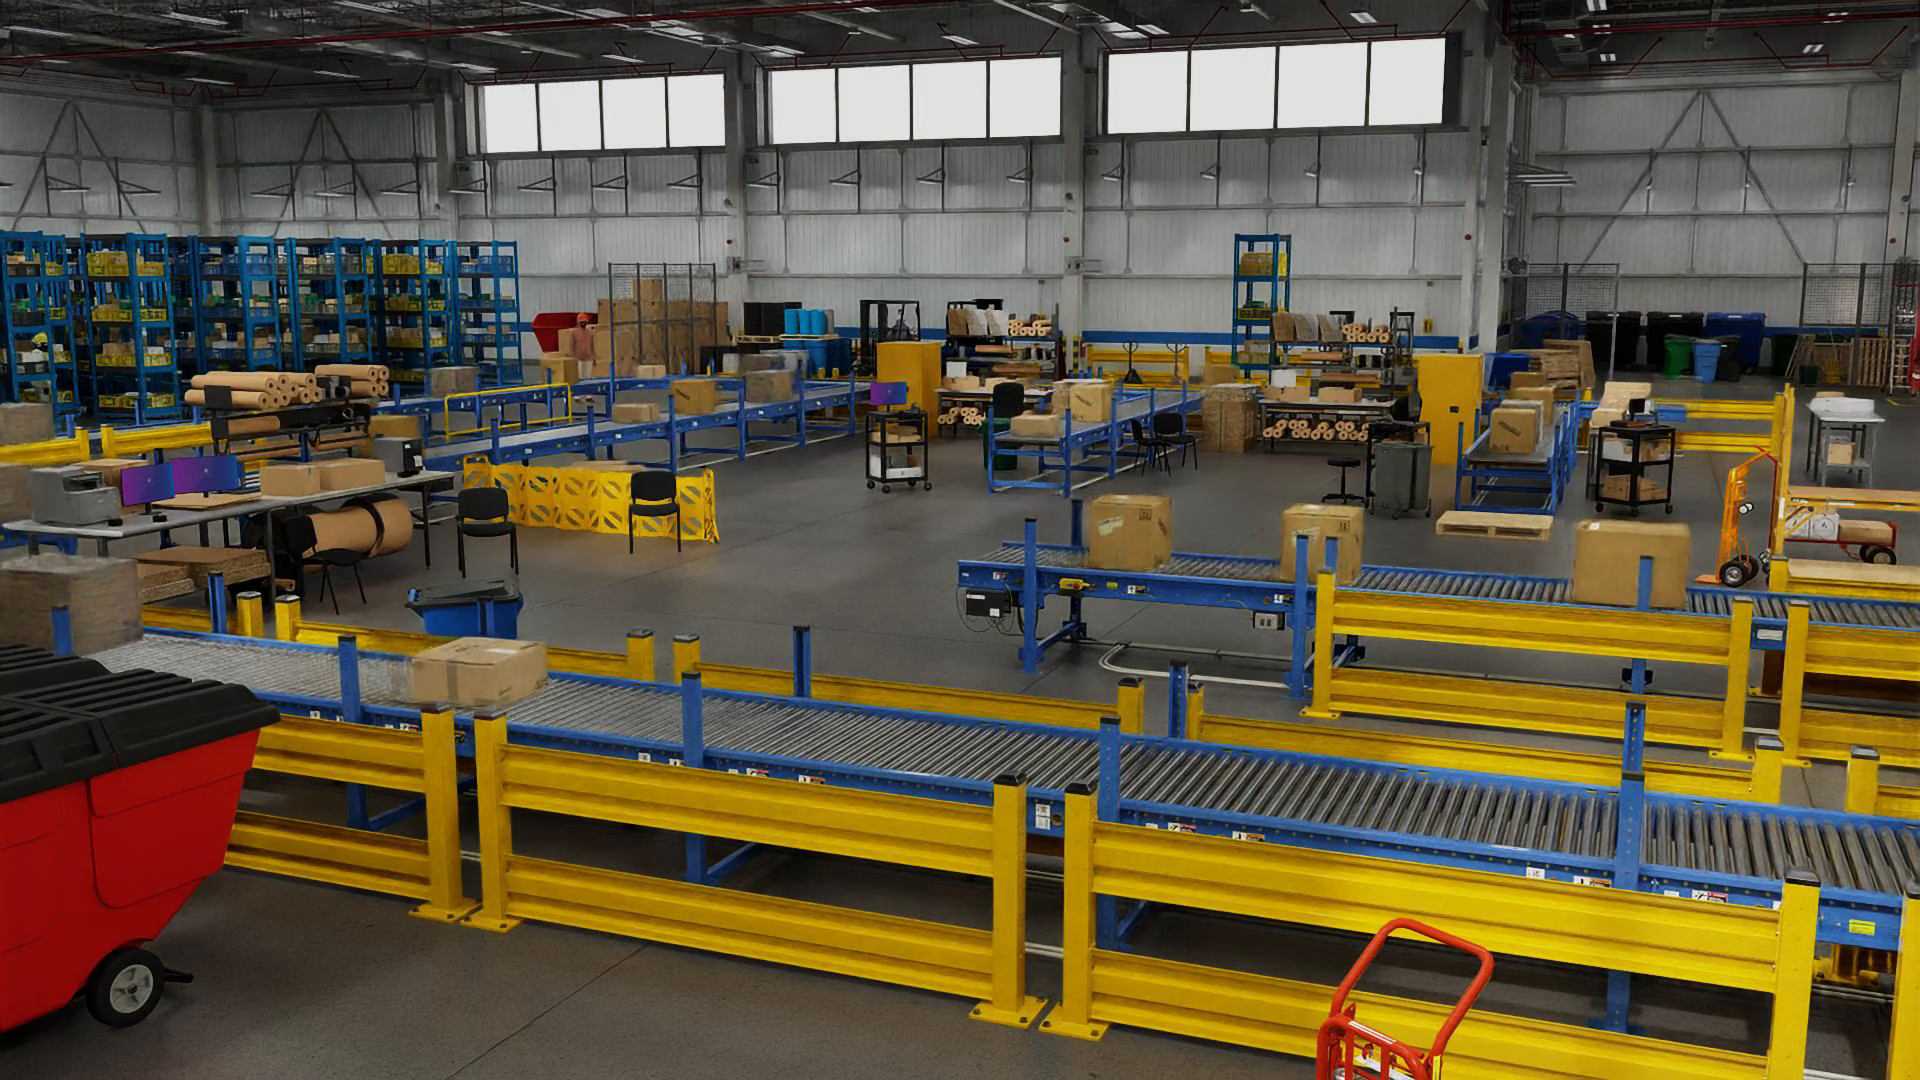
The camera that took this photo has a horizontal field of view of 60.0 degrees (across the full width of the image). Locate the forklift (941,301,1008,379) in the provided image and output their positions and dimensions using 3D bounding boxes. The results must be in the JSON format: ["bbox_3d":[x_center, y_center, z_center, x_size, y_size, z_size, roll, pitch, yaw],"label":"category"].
[{"bbox_3d":[0.365,-4.966,41.571,1.157,1.987,2.680,3,10,20],"label":"forklift"}]

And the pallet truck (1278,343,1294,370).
[{"bbox_3d":[7.886,-4.163,39.743,0.653,1.274,1.630,4,10,22],"label":"pallet truck"}]

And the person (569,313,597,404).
[{"bbox_3d":[-8.295,-3.995,36.627,0.611,1.996,0.379,-8,12,-40],"label":"person"}]

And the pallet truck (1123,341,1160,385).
[{"bbox_3d":[4.445,-4.380,41.279,0.680,1.201,1.601,4,10,22],"label":"pallet truck"}]

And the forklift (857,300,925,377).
[{"bbox_3d":[-1.732,-5.109,42.468,1.157,1.987,2.680,4,10,22],"label":"forklift"}]

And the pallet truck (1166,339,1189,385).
[{"bbox_3d":[5.418,-4.269,40.420,0.704,1.261,1.522,3,10,20],"label":"pallet truck"}]

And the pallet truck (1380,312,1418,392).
[{"bbox_3d":[10.207,-4.283,38.369,0.823,1.965,1.885,3,10,20],"label":"pallet truck"}]

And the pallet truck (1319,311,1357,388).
[{"bbox_3d":[9.071,-4.419,39.190,0.823,1.965,1.885,5,10,26],"label":"pallet truck"}]

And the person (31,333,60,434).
[{"bbox_3d":[-16.436,-2.788,29.824,0.404,1.828,0.591,-7,12,-37],"label":"person"}]
